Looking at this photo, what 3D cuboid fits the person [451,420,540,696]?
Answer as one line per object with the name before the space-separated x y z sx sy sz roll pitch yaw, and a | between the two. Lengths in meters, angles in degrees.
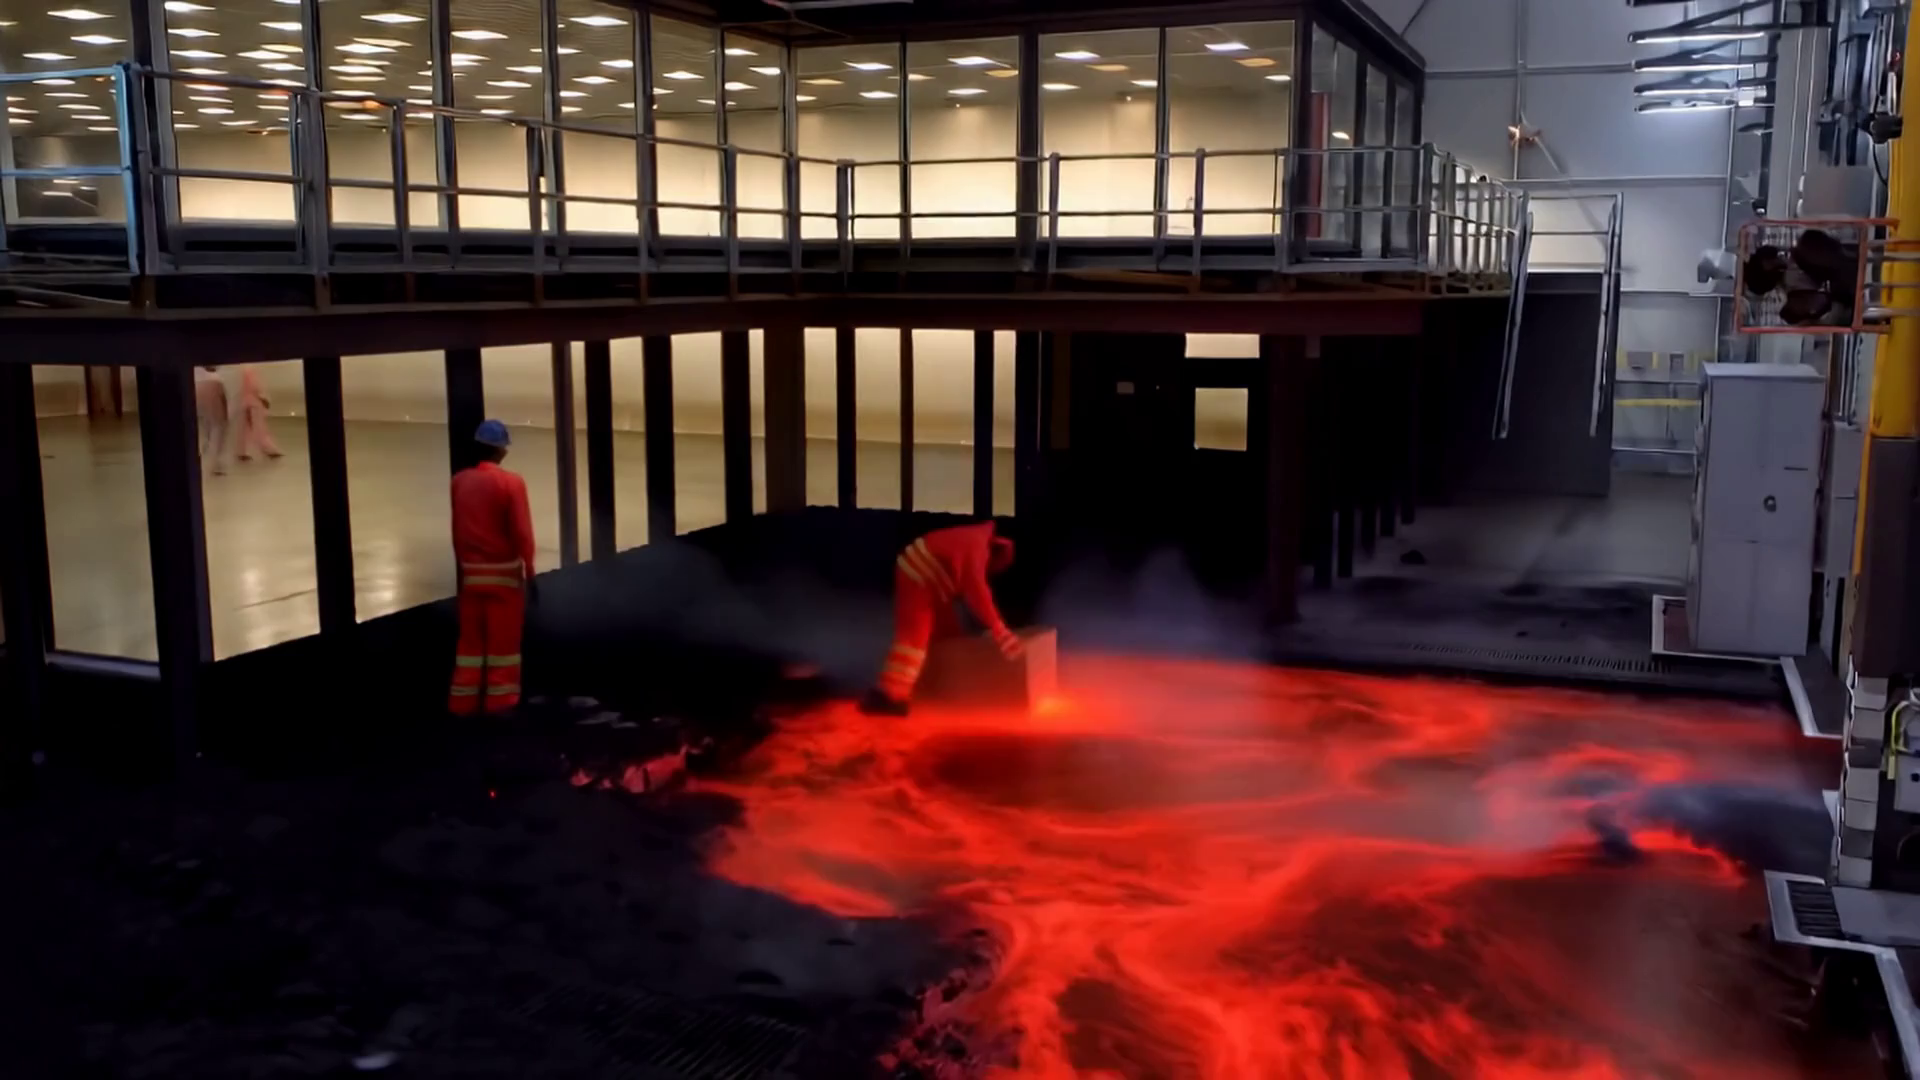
person | -3.342 0.132 11.978 0.621 1.994 0.381 2 9 12
